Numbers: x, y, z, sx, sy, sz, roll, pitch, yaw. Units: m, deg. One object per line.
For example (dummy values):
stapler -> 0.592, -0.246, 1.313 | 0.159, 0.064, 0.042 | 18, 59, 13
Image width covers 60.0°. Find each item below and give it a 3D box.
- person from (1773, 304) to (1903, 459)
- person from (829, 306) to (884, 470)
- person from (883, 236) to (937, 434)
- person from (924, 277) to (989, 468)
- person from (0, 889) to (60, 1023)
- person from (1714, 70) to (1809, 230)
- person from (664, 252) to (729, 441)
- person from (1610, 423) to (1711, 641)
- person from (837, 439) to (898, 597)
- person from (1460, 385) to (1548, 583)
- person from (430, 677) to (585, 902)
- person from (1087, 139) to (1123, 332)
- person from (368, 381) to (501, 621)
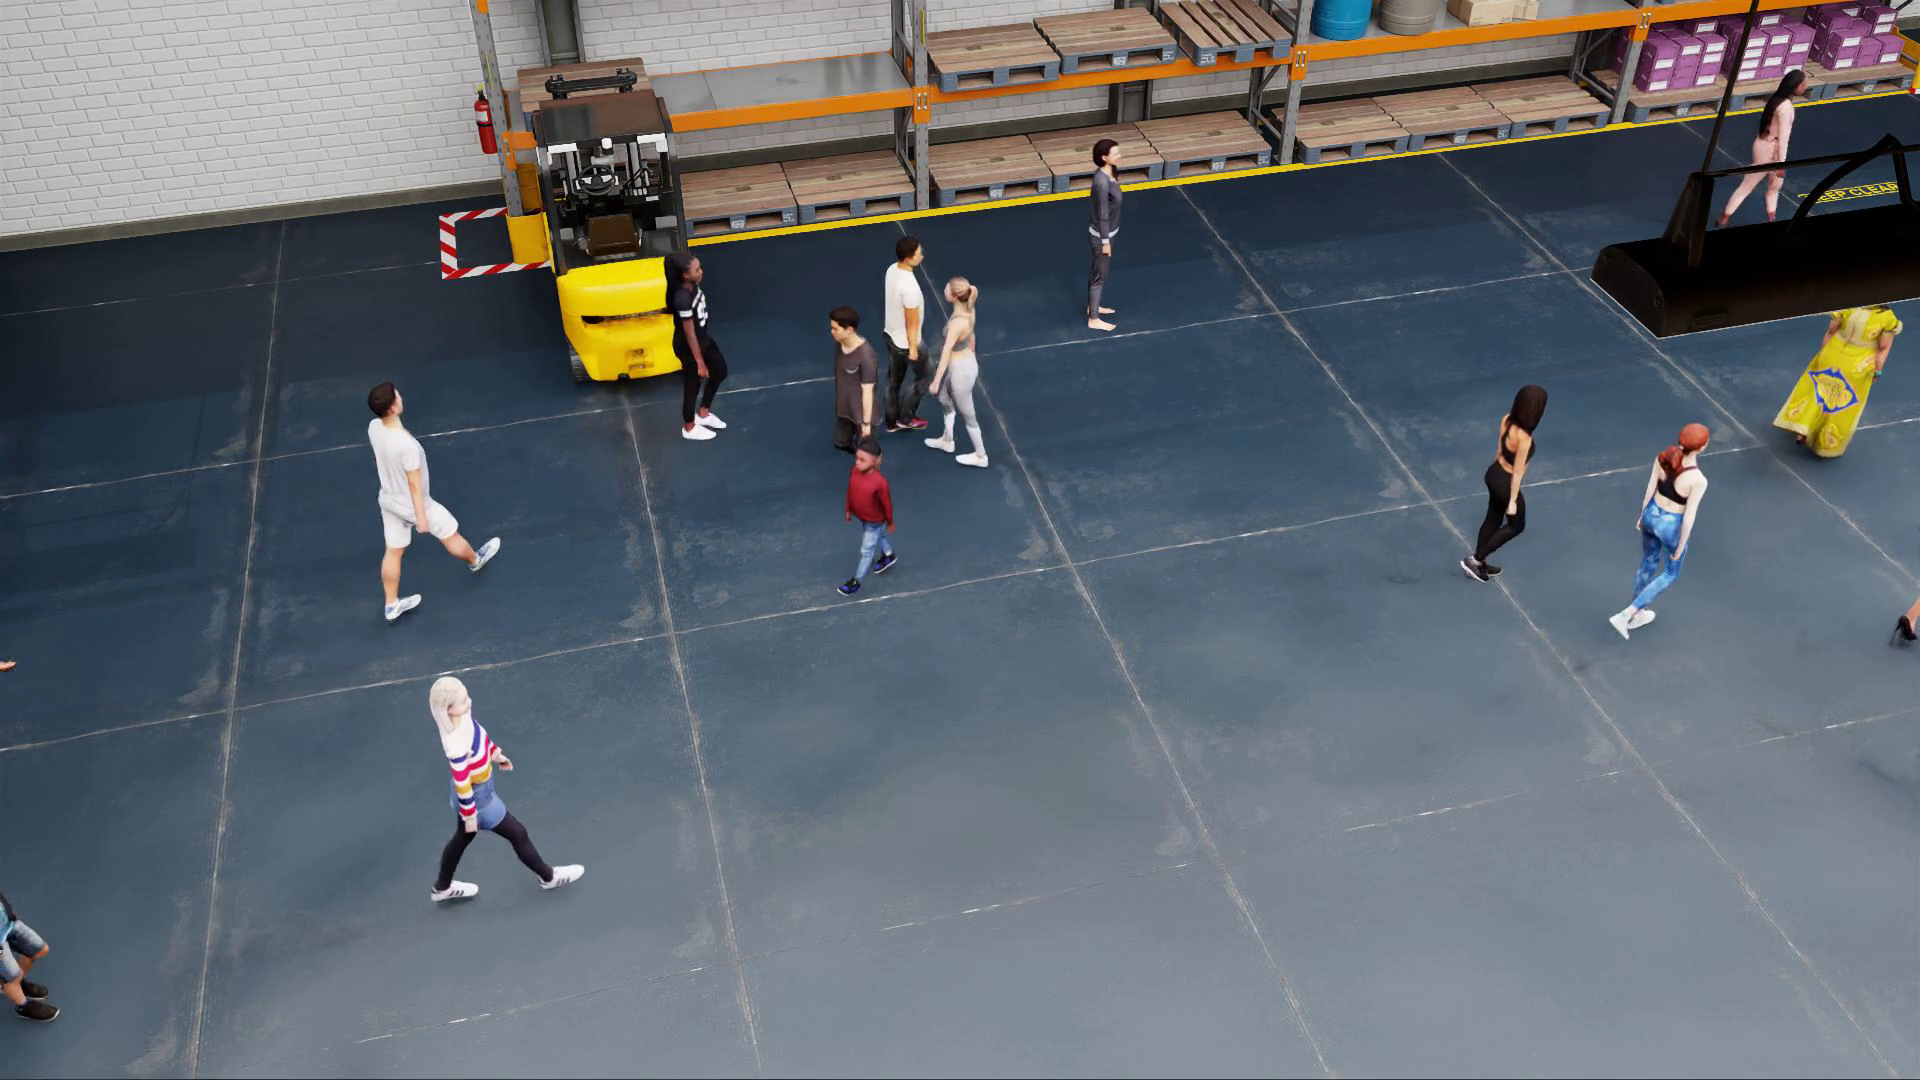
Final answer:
person -> 6.961, -1.342, 13.130 | 0.985, 1.645, 1.054 | 29, 47, 31
person -> -0.721, -1.065, 12.734 | 0.810, 1.696, 0.775 | -30, 47, -32
person -> -0.536, -1.612, 13.356 | 0.714, 1.786, 0.718 | -19, 42, -22
person -> 0.094, -1.269, 13.003 | 0.908, 1.680, 0.791 | 9, 39, 11
person -> -5.281, 2.110, 8.969 | 0.643, 1.433, 0.613 | 1, 39, 1
person -> 7.690, -3.722, 16.062 | 1.059, 1.694, 0.940 | 13, 40, 15
person -> -2.218, -1.529, 13.298 | 0.724, 1.718, 0.696 | 0, 39, 0
person -> 4.750, -0.019, 11.370 | 0.926, 1.773, 0.721 | -23, 44, -26
person -> -0.609, -0.219, 12.048 | 0.933, 1.230, 0.770 | -31, 48, -33
person -> 3.823, -0.382, 11.932 | 0.644, 1.629, 0.598 | -3, 39, -3
person -> -2.858, 1.464, 9.512 | 1.134, 1.765, 0.696 | -12, 40, -15
person -> 1.264, -2.726, 14.757 | 0.631, 1.767, 0.671 | 2, 39, 3
person -> -3.925, -0.221, 11.593 | 1.167, 1.801, 1.317 | 26, 45, 29
